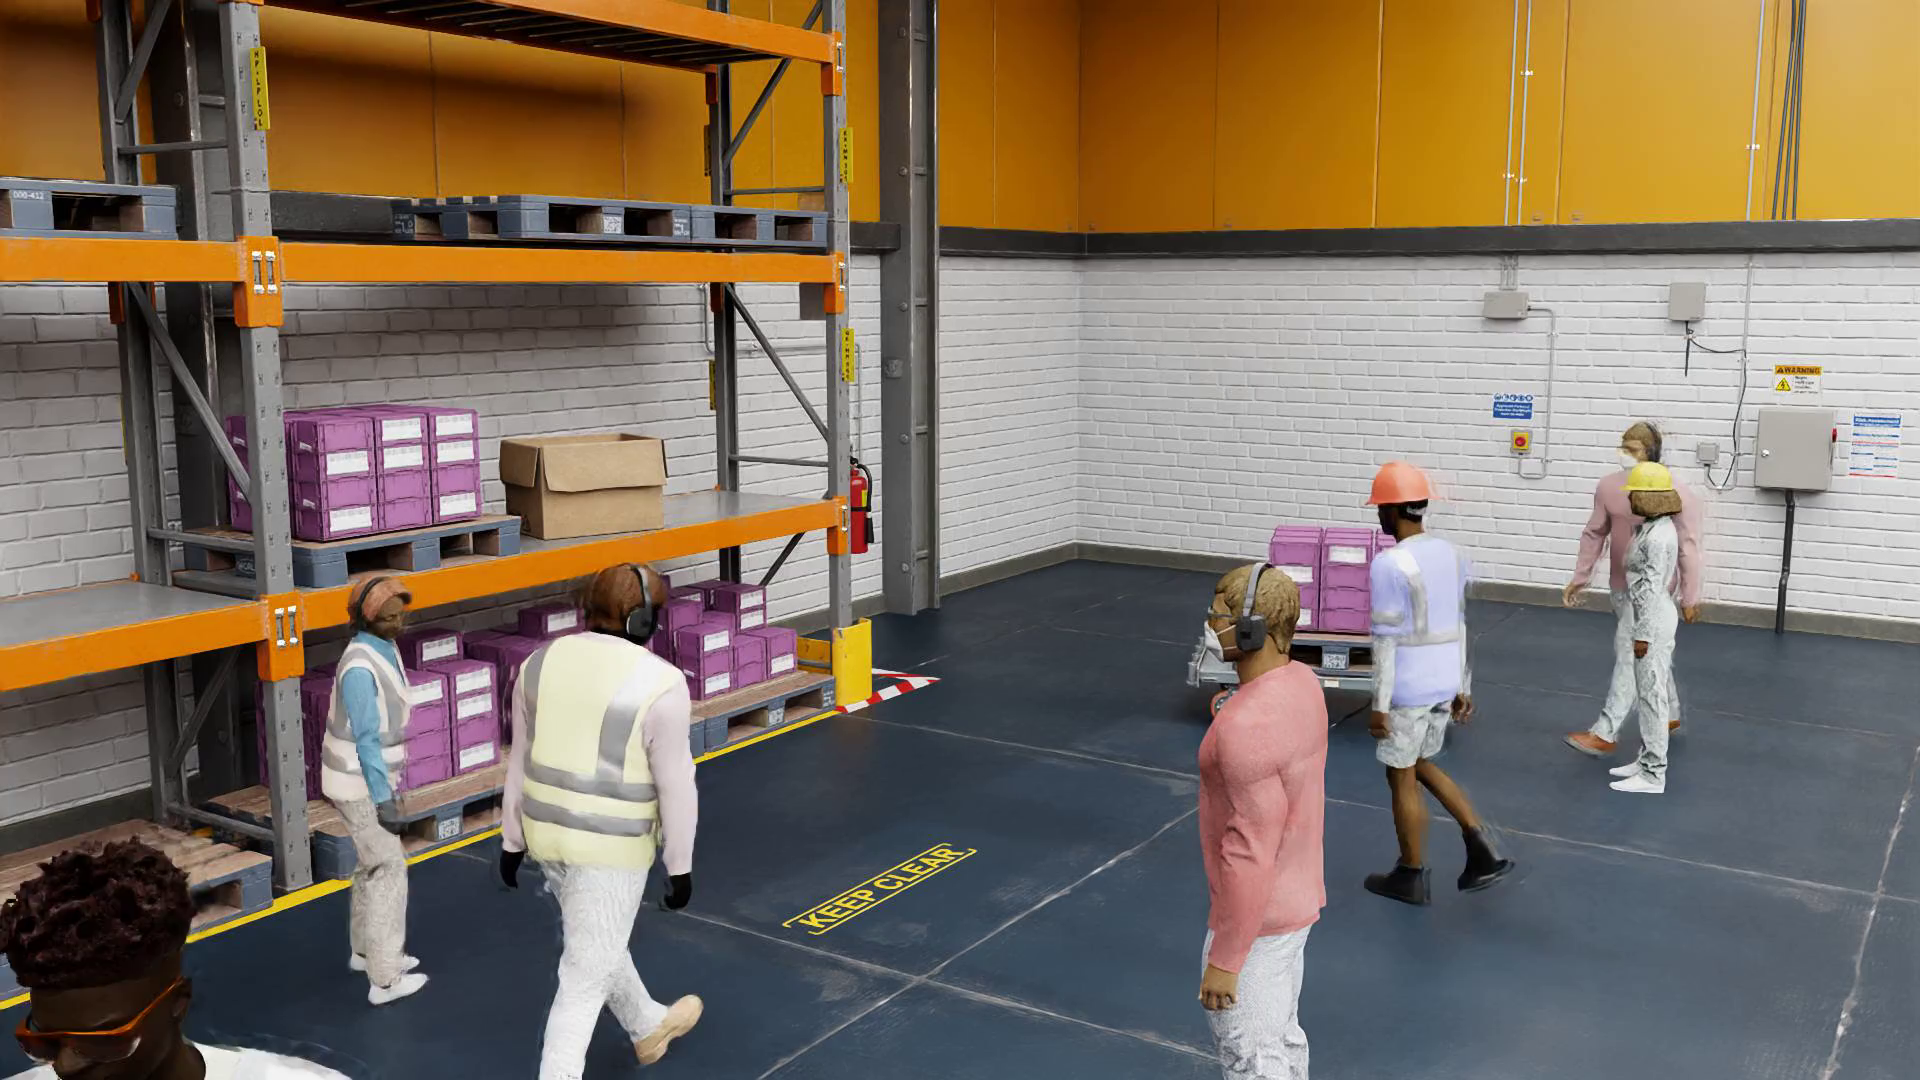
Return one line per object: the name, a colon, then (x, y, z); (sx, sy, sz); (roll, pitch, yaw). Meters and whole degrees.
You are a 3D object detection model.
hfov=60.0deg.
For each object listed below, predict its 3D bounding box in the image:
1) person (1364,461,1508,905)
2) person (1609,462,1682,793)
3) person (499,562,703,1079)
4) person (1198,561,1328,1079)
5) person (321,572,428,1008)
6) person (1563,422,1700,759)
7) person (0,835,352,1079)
person: (1.973, 0.626, 7.093); (0.553, 1.912, 0.629); (-8, 12, -41)
person: (3.600, 0.454, 8.751); (0.320, 1.738, 0.484); (4, 9, 22)
person: (-1.111, 0.965, 5.323); (0.653, 1.778, 0.925); (5, 10, 29)
person: (0.783, 1.014, 4.456); (0.372, 1.940, 0.630); (3, 9, 21)
person: (-2.167, 0.908, 6.168); (0.375, 1.619, 0.550); (-2, 9, -12)
person: (3.842, 0.276, 9.445); (1.020, 1.888, 0.635); (-4, 9, -22)
person: (-1.081, 1.348, 2.275); (0.614, 1.936, 0.667); (1, 9, 4)
